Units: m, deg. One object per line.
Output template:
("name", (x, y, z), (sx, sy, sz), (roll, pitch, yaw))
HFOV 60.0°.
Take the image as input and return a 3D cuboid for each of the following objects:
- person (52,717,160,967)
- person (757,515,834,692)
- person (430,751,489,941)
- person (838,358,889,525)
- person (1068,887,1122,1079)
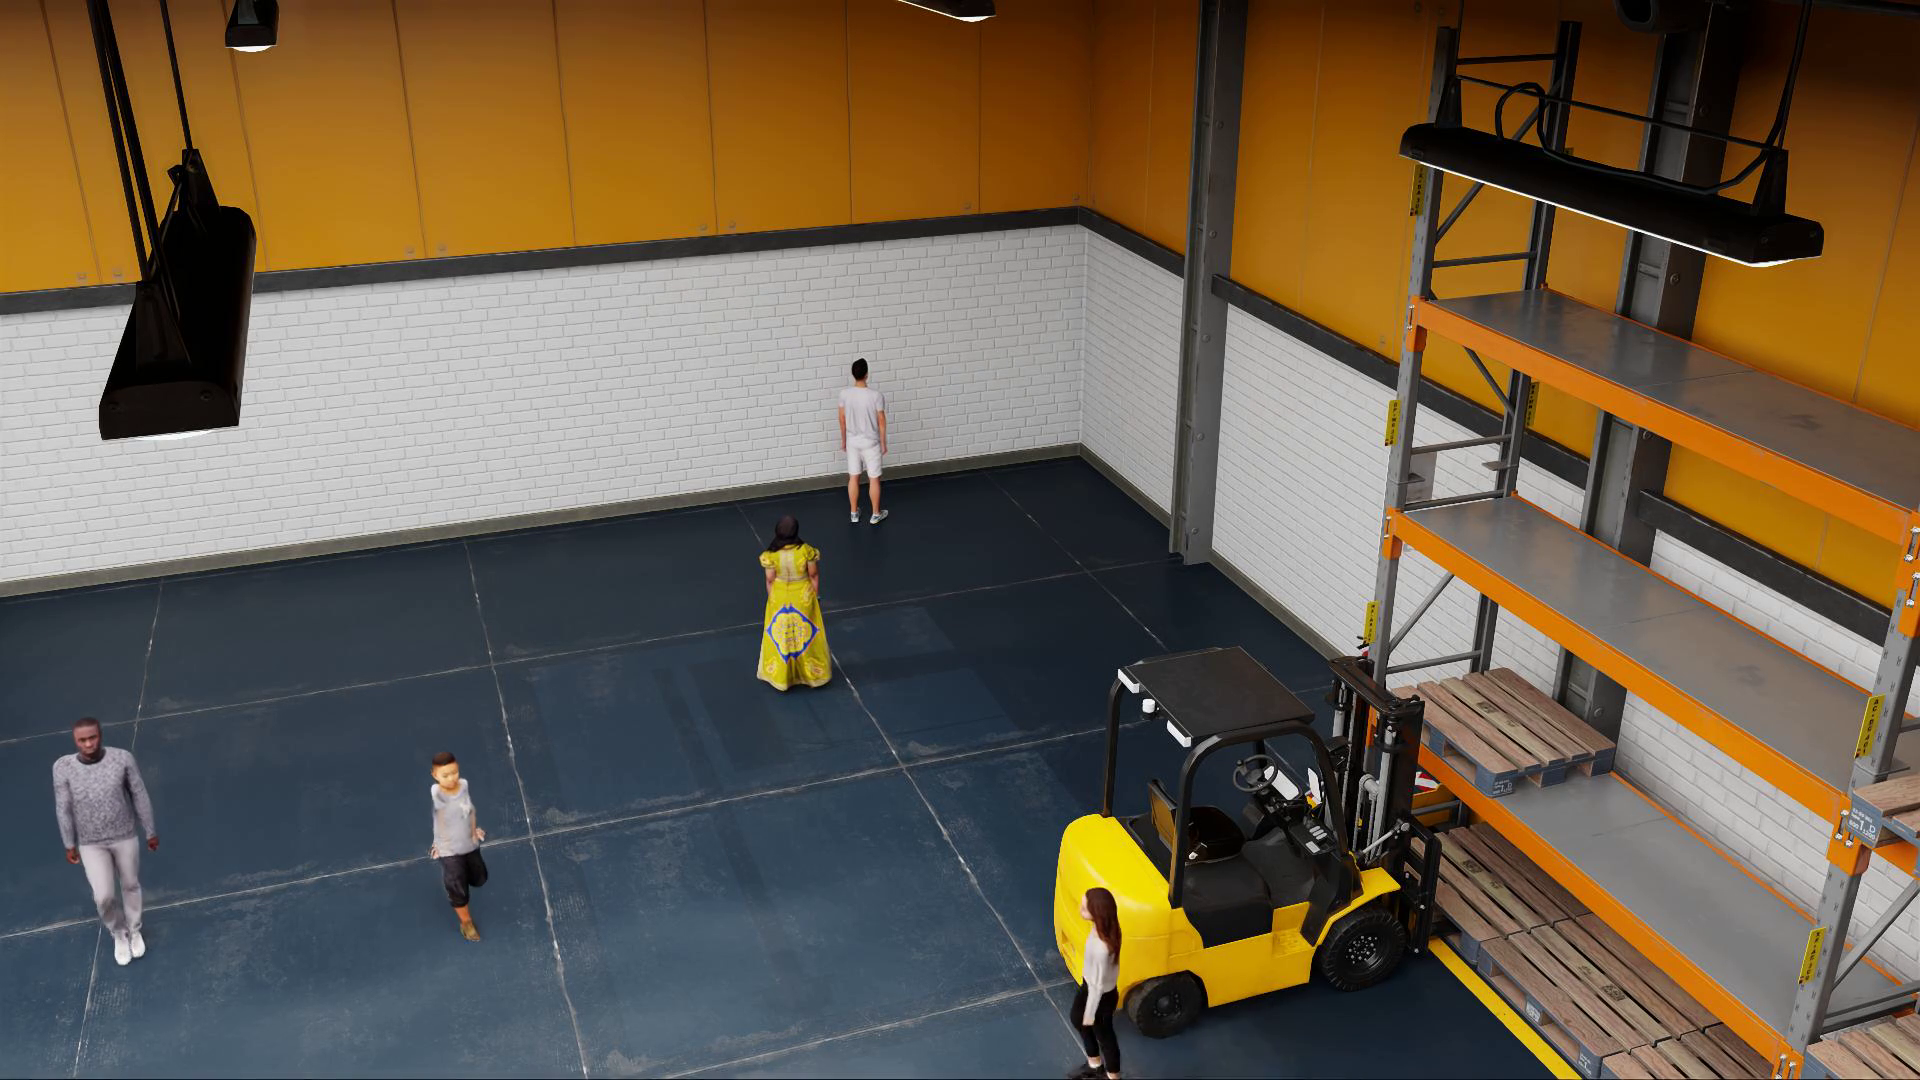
("person", (-5.741, 1.965, 11.210), (0.765, 1.827, 0.692), (-13, 27, -28))
("person", (-1.472, 0.549, 14.657), (0.936, 1.660, 0.888), (-2, 24, -4))
("person", (-3.521, 2.038, 11.524), (0.733, 1.442, 0.909), (-18, 29, -35))
("person", (-1.061, -1.077, 18.134), (0.775, 1.855, 0.792), (6, 24, 14))
("person", (0.911, 2.704, 9.961), (0.712, 1.472, 0.610), (2, 24, 3))
